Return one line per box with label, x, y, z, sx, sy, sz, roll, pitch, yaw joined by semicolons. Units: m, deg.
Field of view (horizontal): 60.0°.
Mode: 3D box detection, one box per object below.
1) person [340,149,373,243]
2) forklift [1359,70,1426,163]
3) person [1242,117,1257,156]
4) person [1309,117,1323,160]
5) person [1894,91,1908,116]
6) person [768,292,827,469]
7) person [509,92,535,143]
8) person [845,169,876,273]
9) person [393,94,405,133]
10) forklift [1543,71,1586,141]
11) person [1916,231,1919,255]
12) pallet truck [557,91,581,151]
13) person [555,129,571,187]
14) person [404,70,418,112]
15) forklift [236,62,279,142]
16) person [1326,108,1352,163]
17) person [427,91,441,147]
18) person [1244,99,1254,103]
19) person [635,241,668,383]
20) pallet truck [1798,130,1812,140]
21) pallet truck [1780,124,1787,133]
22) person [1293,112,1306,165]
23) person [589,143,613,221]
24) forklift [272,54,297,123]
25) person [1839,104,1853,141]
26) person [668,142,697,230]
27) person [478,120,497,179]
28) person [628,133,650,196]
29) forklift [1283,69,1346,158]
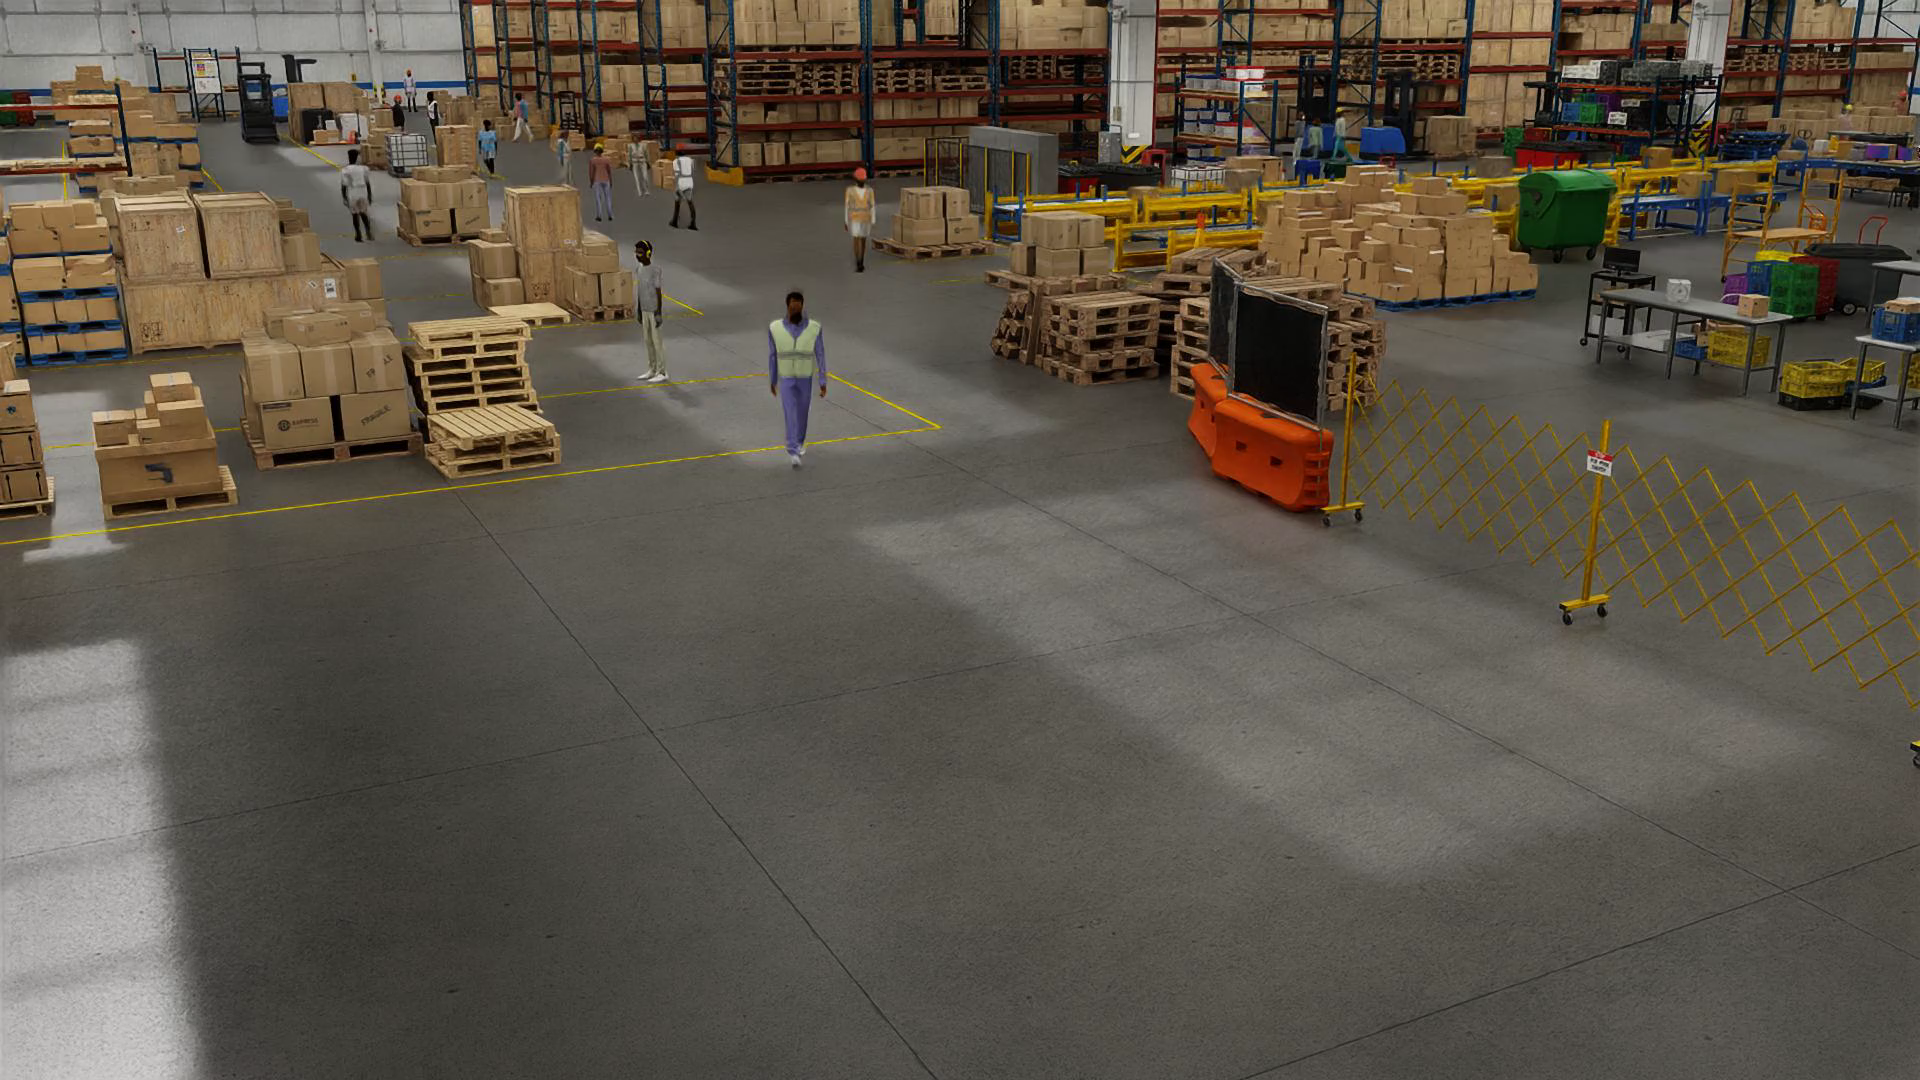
person;-12.587;-7.173;34.705;0.633;1.942;0.436;-15;23;-39
forklift;13.795;-13.454;52.778;1.873;2.768;1.129;-8;19;-23
person;7.914;-10.662;45.682;0.986;1.886;0.563;-9;20;-25
person;10.564;-11.786;49.616;0.675;1.611;0.509;-12;21;-32
person;32.125;-14.324;56.917;0.615;1.994;0.381;-13;22;-35
person;-1.746;-1.742;17.920;0.607;1.864;1.064;-3;18;-8
person;-15.967;-15.374;60.532;0.976;1.796;0.627;-9;20;-25
person;-1.831;-5.930;30.918;0.553;1.887;0.950;-5;18;-15
person;-18.521;-13.703;54.983;0.377;1.995;0.608;-12;21;-33
forklift;18.685;-13.231;52.085;1.873;2.768;1.129;-9;20;-26
person;19.360;-6.562;32.980;0.594;1.832;0.403;0;18;0
pallet truck;-13.495;-14.412;57.188;0.823;1.965;1.885;-3;18;-9
person;-10.594;-10.165;44.534;0.406;1.623;0.543;4;18;12
person;-25.742;-21.032;77.922;0.542;1.938;0.357;0;18;-1
forklift;-25.796;-16.044;60.854;1.129;2.768;1.873;-9;20;-27
person;12.069;-12.802;52.620;0.873;1.716;0.545;-2;18;-6
person;-18.534;-14.832;58.642;0.391;1.912;0.589;-13;22;-36
person;11.298;-16.810;65.209;0.845;1.659;0.539;-16;24;-41
person;-4.077;-3.000;21.842;0.500;1.861;0.328;16;24;40
pallet truck;25.526;-11.556;49.408;1.630;1.274;0.653;-9;20;-26
pallet truck;25.206;-12.542;52.601;1.601;1.201;0.680;0;18;-2
person;10.625;-12.561;52.004;0.285;1.633;0.501;17;24;42
person;-8.285;-8.256;38.378;0.524;1.764;0.323;-7;19;-22
forklift;-28.330;-19.148;70.531;1.873;2.768;1.129;-9;20;-26
person;28.780;-13.317;54.210;0.532;1.730;0.893;-7;19;-21
person;-6.164;-7.863;36.933;0.562;1.892;0.948;-14;22;-37
person;-13.571;-11.264;47.903;0.541;1.676;0.614;0;18;1
person;-8.356;-9.764;43.307;0.520;1.613;0.405;-1;18;-4
forklift;11.615;-13.871;54.079;1.129;2.768;1.873;-9;20;-27
